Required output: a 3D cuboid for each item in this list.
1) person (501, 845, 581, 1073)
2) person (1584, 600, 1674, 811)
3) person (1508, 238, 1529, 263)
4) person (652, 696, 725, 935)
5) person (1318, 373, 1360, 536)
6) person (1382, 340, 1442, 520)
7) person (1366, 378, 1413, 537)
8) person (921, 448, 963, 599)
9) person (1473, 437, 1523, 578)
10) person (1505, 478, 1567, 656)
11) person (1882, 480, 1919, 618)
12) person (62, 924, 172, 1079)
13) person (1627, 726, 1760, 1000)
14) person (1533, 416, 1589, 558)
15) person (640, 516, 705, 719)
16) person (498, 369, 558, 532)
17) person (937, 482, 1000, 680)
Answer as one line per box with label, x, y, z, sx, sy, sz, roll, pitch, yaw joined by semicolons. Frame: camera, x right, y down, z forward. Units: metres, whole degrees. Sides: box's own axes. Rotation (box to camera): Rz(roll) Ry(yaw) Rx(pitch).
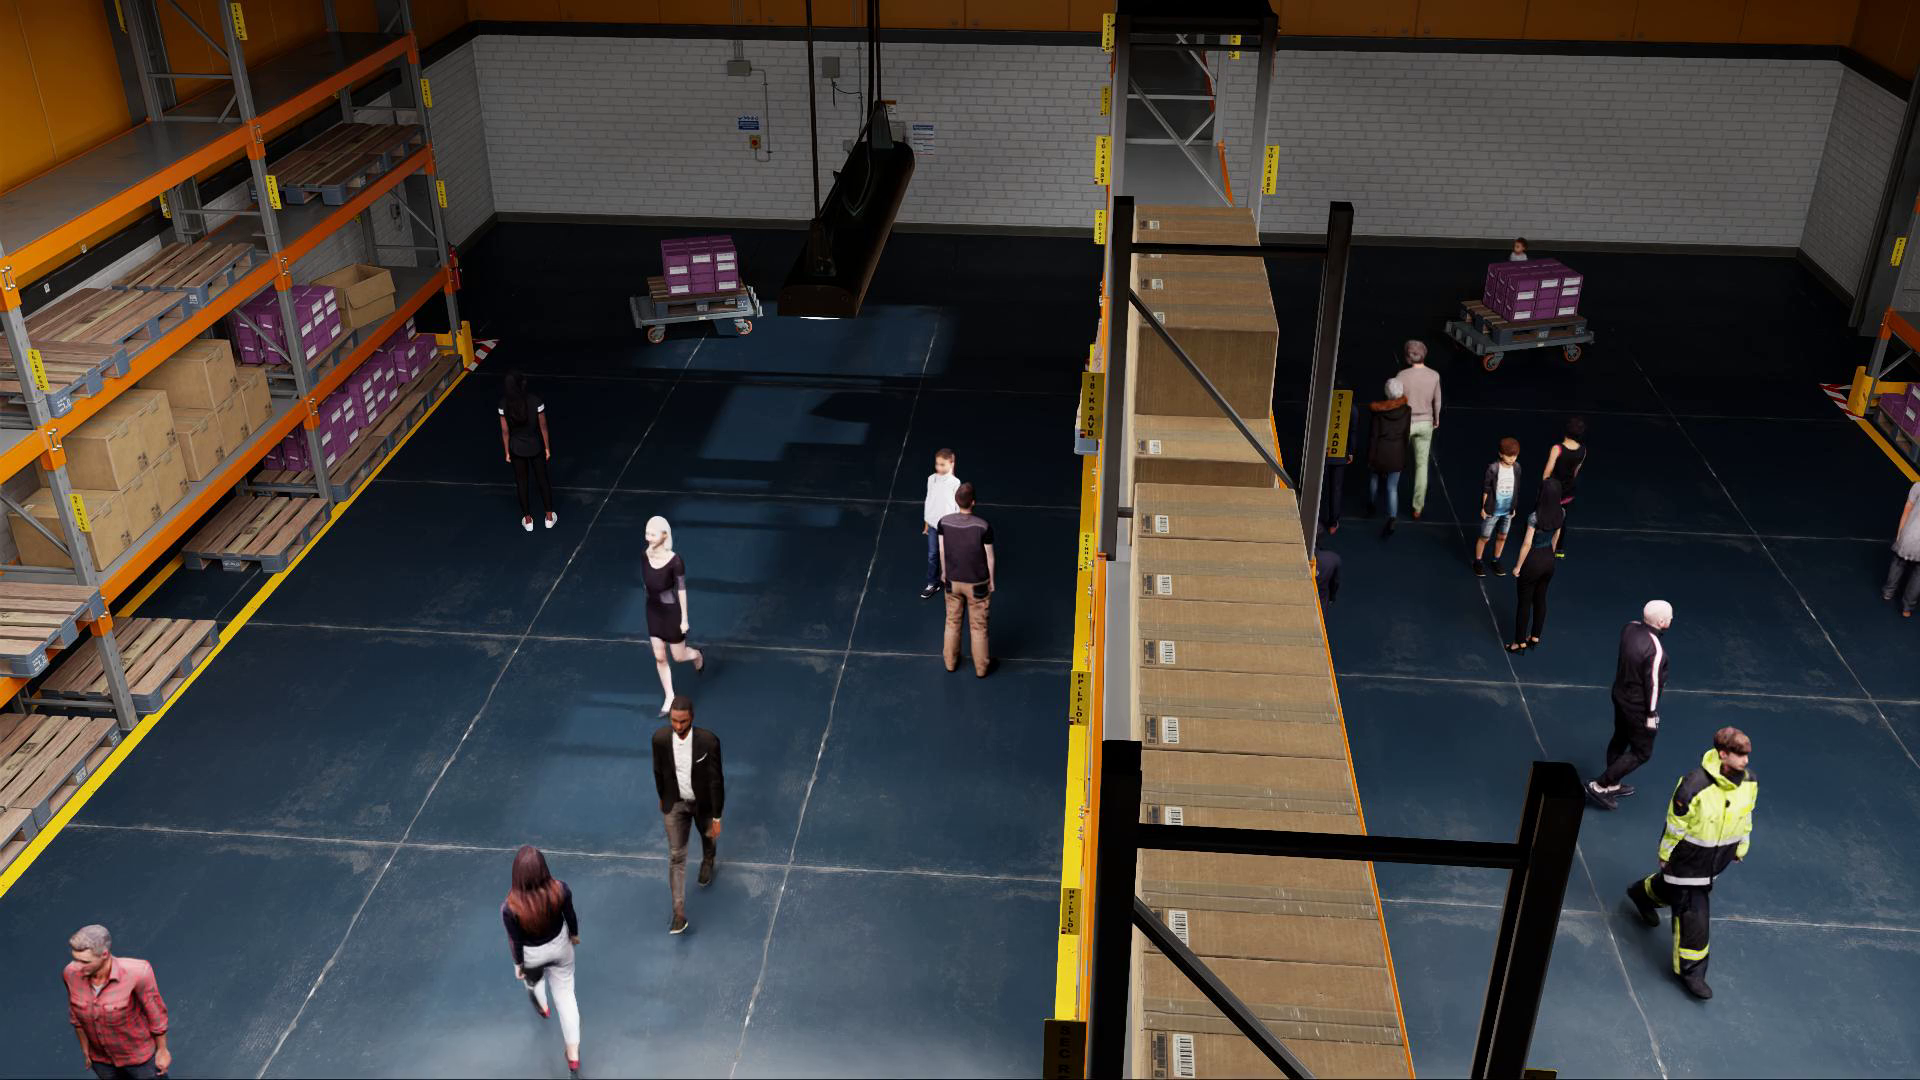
person;-2.593;2.637;10.462;0.995;1.568;1.177;-14;32;-24
person;5.120;1.251;12.726;0.822;1.831;0.745;-3;29;-6
person;7.555;-3.586;22.473;0.712;0.991;0.715;-15;32;-25
person;-1.873;1.821;11.772;0.699;1.745;1.175;1;29;2
person;3.715;-0.859;16.705;0.634;1.726;0.505;2;29;4
person;4.655;-1.086;17.030;0.795;1.814;1.197;1;29;2
person;4.327;-0.810;16.752;0.679;1.595;1.089;1;29;2
person;-0.143;-0.158;15.596;0.599;1.558;0.610;12;31;21
person;5.195;-0.326;16.020;0.590;1.446;0.599;-6;29;-11
person;5.096;0.228;14.700;0.631;1.737;0.642;-12;31;-21
person;8.887;-0.023;15.314;0.792;1.591;0.878;16;32;27
person;-4.841;2.930;9.650;0.693;1.831;0.554;1;29;2
person;4.914;2.021;11.200;1.124;1.942;1.376;-11;30;-19
person;5.862;-0.466;16.198;0.721;1.522;0.675;-14;32;-24
person;-2.410;0.604;13.930;0.739;1.815;0.956;11;31;20
person;-4.376;-0.920;16.811;0.673;1.731;0.657;-7;29;-12
person;0.057;0.337;14.393;0.750;1.841;0.702;11;31;20
